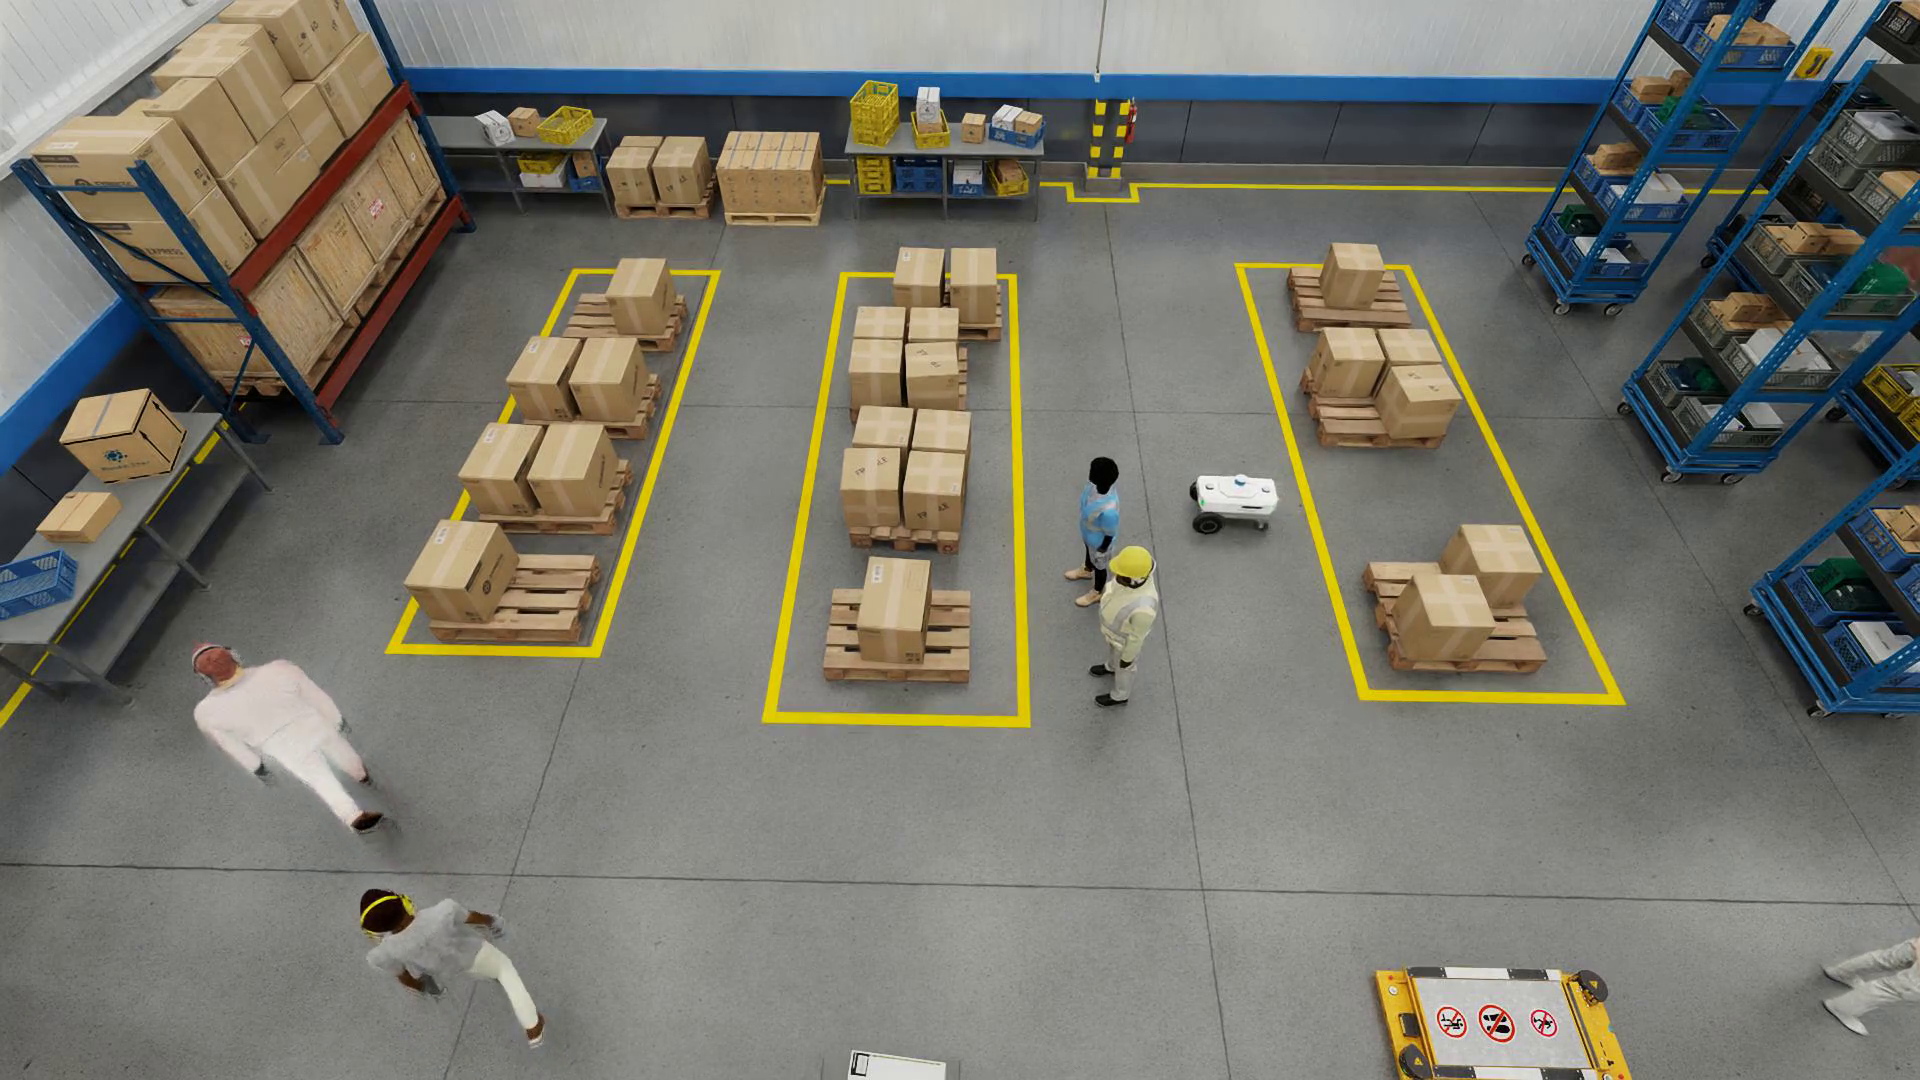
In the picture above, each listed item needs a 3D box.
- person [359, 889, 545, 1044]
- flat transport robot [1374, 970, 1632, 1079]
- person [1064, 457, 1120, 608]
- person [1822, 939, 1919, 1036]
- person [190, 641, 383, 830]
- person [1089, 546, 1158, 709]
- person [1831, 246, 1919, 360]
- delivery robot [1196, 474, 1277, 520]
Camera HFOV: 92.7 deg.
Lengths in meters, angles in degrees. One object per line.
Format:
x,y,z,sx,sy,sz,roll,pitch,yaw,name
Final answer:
-2.974,2.486,5.440,0.538,1.836,0.825,-28,56,-21,person
3.501,3.133,5.914,1.431,0.197,0.652,1,51,1,flat transport robot
1.131,-0.070,7.609,0.322,1.699,0.535,-7,51,-6,person
5.916,2.551,5.511,0.310,1.638,0.522,29,56,21,person
-4.564,1.398,6.317,0.767,1.866,0.654,36,59,26,person
1.235,0.656,6.941,0.403,1.825,0.599,-4,51,-3,person
9.707,-2.812,9.678,1.013,1.945,0.645,15,52,12,person
2.576,-0.416,8.567,0.707,0.478,0.477,3,51,2,delivery robot
